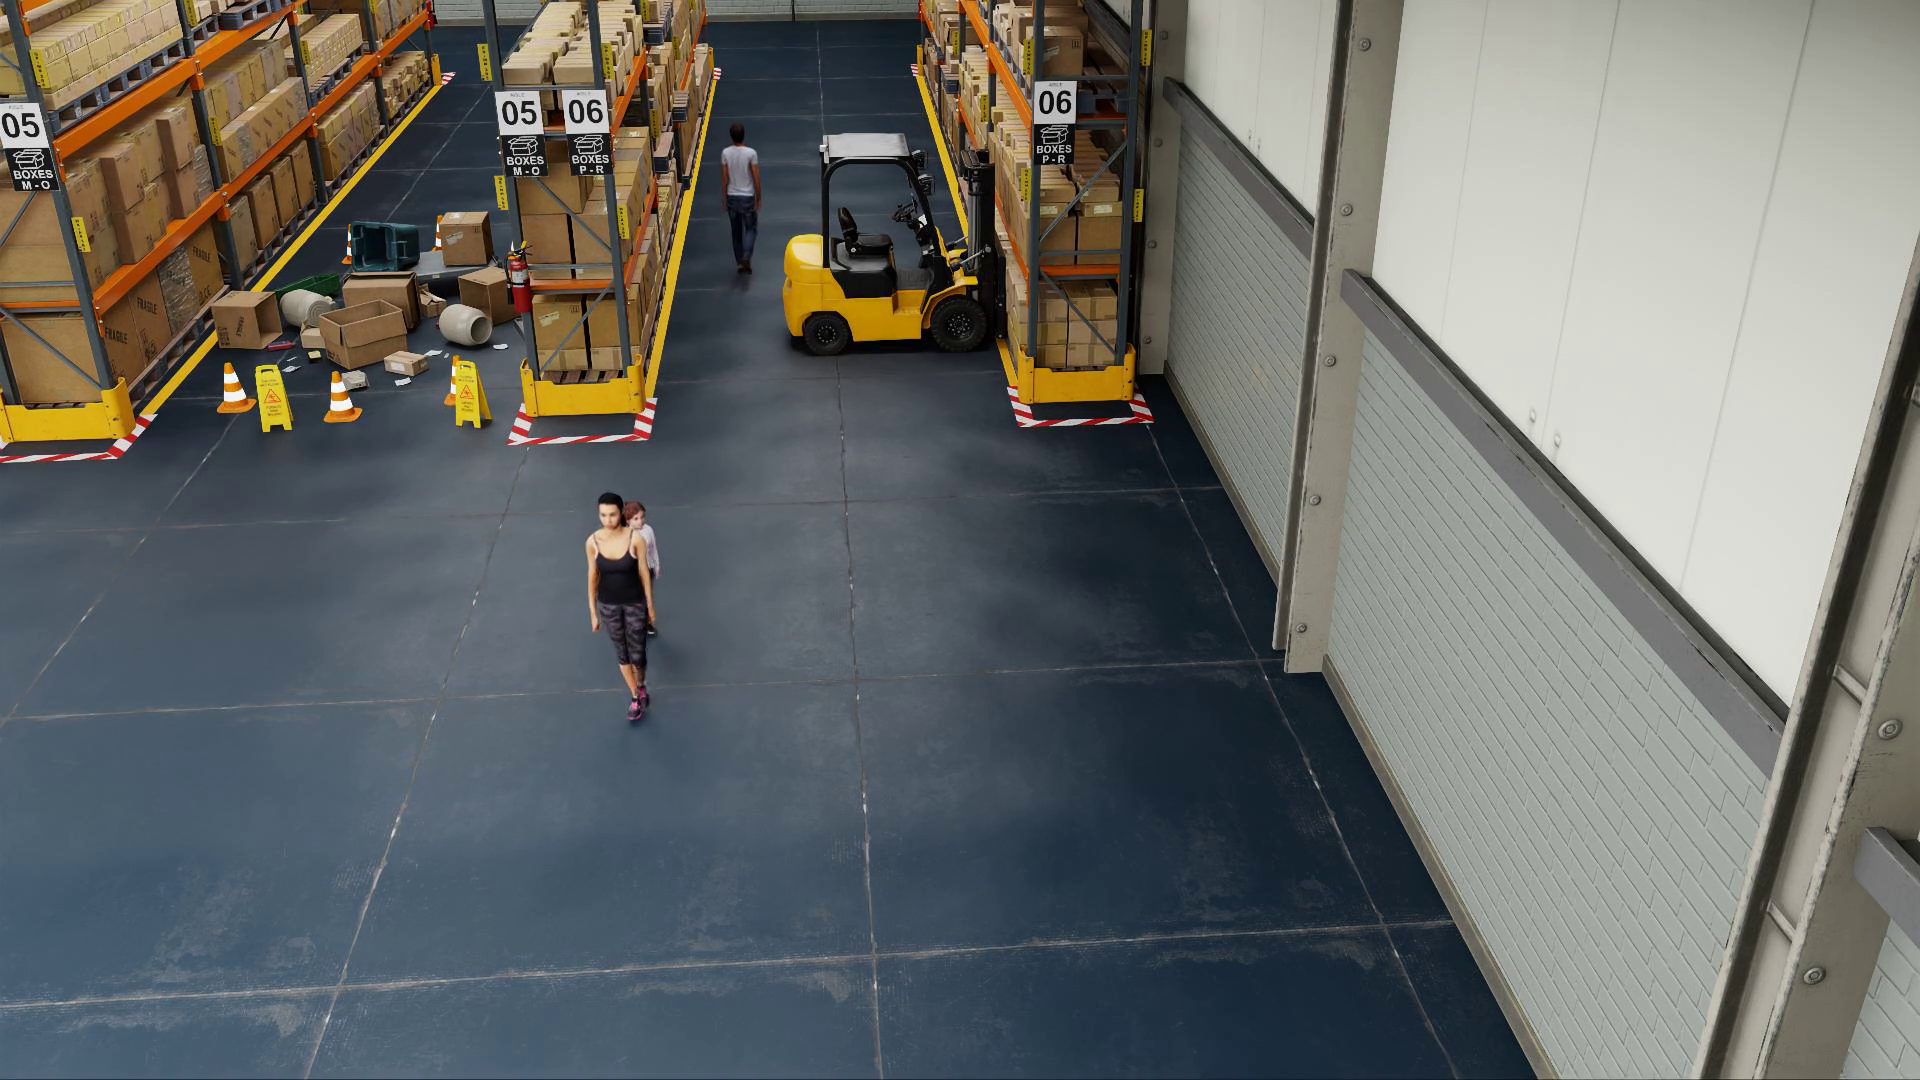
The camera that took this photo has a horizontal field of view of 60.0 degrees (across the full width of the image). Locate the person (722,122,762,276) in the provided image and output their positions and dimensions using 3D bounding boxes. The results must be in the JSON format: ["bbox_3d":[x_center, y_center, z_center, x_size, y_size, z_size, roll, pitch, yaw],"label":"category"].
[{"bbox_3d":[-2.654,-4.079,20.091,0.700,1.849,0.947,1,27,1],"label":"person"}]

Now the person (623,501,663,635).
[{"bbox_3d":[-2.457,0.192,12.606,0.544,1.107,0.600,-24,36,-38],"label":"person"}]

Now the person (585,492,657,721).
[{"bbox_3d":[-2.306,0.423,11.489,0.615,1.720,0.617,0,27,1],"label":"person"}]
